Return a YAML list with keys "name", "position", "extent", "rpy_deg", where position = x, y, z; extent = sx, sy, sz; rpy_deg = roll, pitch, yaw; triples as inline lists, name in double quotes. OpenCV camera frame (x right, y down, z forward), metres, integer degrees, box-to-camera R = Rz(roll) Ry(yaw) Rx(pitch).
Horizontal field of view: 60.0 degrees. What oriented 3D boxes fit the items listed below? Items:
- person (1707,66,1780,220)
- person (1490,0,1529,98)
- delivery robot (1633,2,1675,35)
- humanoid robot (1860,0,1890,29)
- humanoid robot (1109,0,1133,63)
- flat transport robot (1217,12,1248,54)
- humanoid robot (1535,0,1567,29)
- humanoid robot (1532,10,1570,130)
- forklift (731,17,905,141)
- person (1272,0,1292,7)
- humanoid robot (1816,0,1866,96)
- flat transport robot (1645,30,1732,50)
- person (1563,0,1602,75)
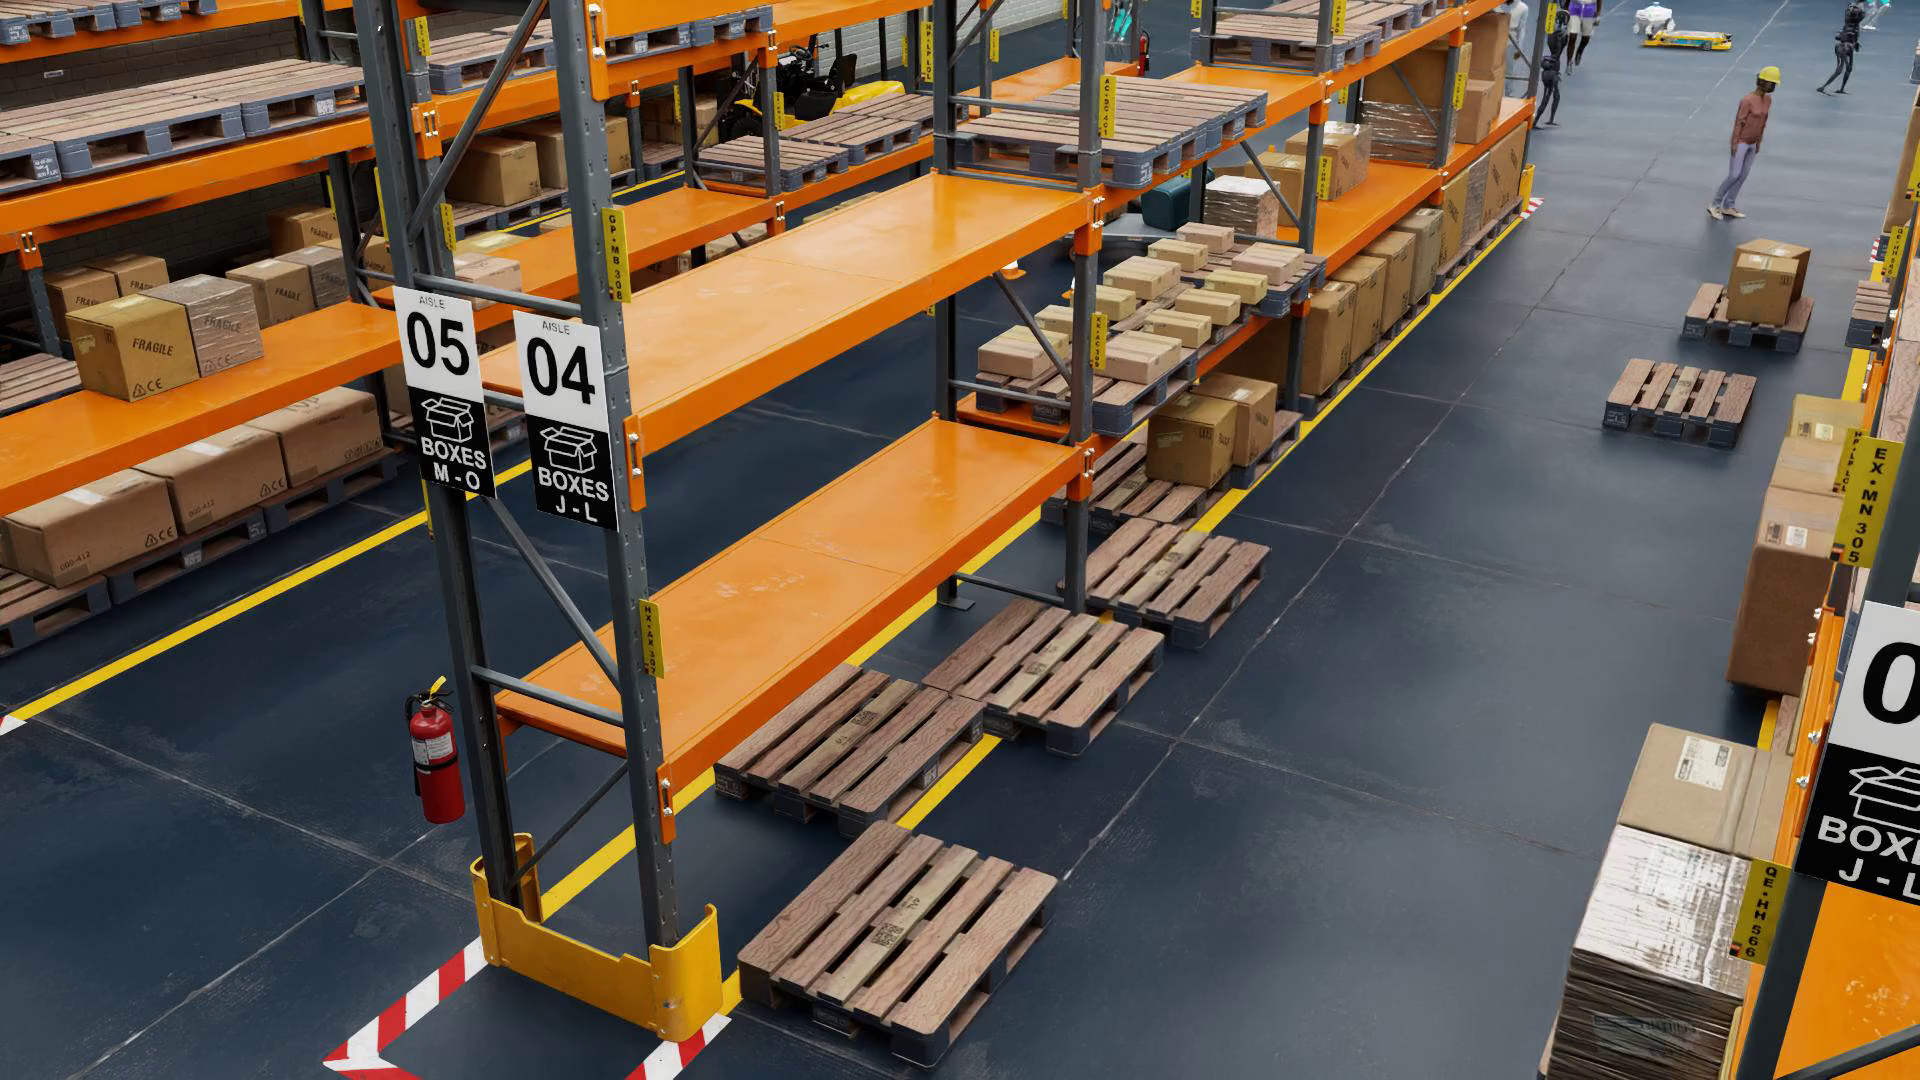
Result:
- name: "person"
  position: [9.030, -4.542, 19.070]
  extent: [0.545, 1.749, 0.391]
  rpy_deg: [-16, 30, -30]
- name: "person"
  position: [8.106, -7.385, 24.847]
  extent: [0.627, 1.862, 1.014]
  rpy_deg: [20, 32, 35]
- name: "delivery robot"
  position: [13.173, -9.911, 31.590]
  extent: [0.757, 0.580, 0.499]
  rpy_deg: [-16, 30, -29]
- name: "humanoid robot"
  position: [17.322, -10.460, 31.421]
  extent: [0.802, 1.796, 0.557]
  rpy_deg: [5, 26, 10]
- name: "humanoid robot"
  position: [2.733, -8.881, 28.167]
  extent: [0.539, 1.860, 0.658]
  rpy_deg: [18, 31, 33]
- name: "flat transport robot"
  position: [4.844, -8.023, 28.014]
  extent: [1.431, 0.231, 0.659]
  rpy_deg: [2, 26, 5]
- name: "humanoid robot"
  position: [11.492, -10.646, 31.892]
  extent: [0.773, 1.625, 0.608]
  rpy_deg: [14, 29, 26]
- name: "humanoid robot"
  position: [8.423, -6.661, 23.563]
  extent: [0.513, 1.639, 0.584]
  rpy_deg: [5, 26, 9]
- name: "forklift"
  position: [-1.819, -5.975, 21.543]
  extent: [2.313, 2.155, 1.214]
  rpy_deg: [14, 29, 26]
- name: "person"
  position: [6.304, -10.591, 31.466]
  extent: [0.652, 1.894, 0.996]
  rpy_deg: [-15, 29, -28]
- name: "humanoid robot"
  position: [13.748, -7.753, 25.846]
  extent: [0.610, 1.641, 0.420]
  rpy_deg: [-22, 33, -37]
- name: "flat transport robot"
  position: [13.248, -9.093, 30.236]
  extent: [1.431, 0.231, 0.659]
  rpy_deg: [11, 28, 21]
- name: "person"
  position: [10.320, -8.758, 27.616]
  extent: [0.611, 1.934, 0.738]
  rpy_deg: [7, 27, 14]
